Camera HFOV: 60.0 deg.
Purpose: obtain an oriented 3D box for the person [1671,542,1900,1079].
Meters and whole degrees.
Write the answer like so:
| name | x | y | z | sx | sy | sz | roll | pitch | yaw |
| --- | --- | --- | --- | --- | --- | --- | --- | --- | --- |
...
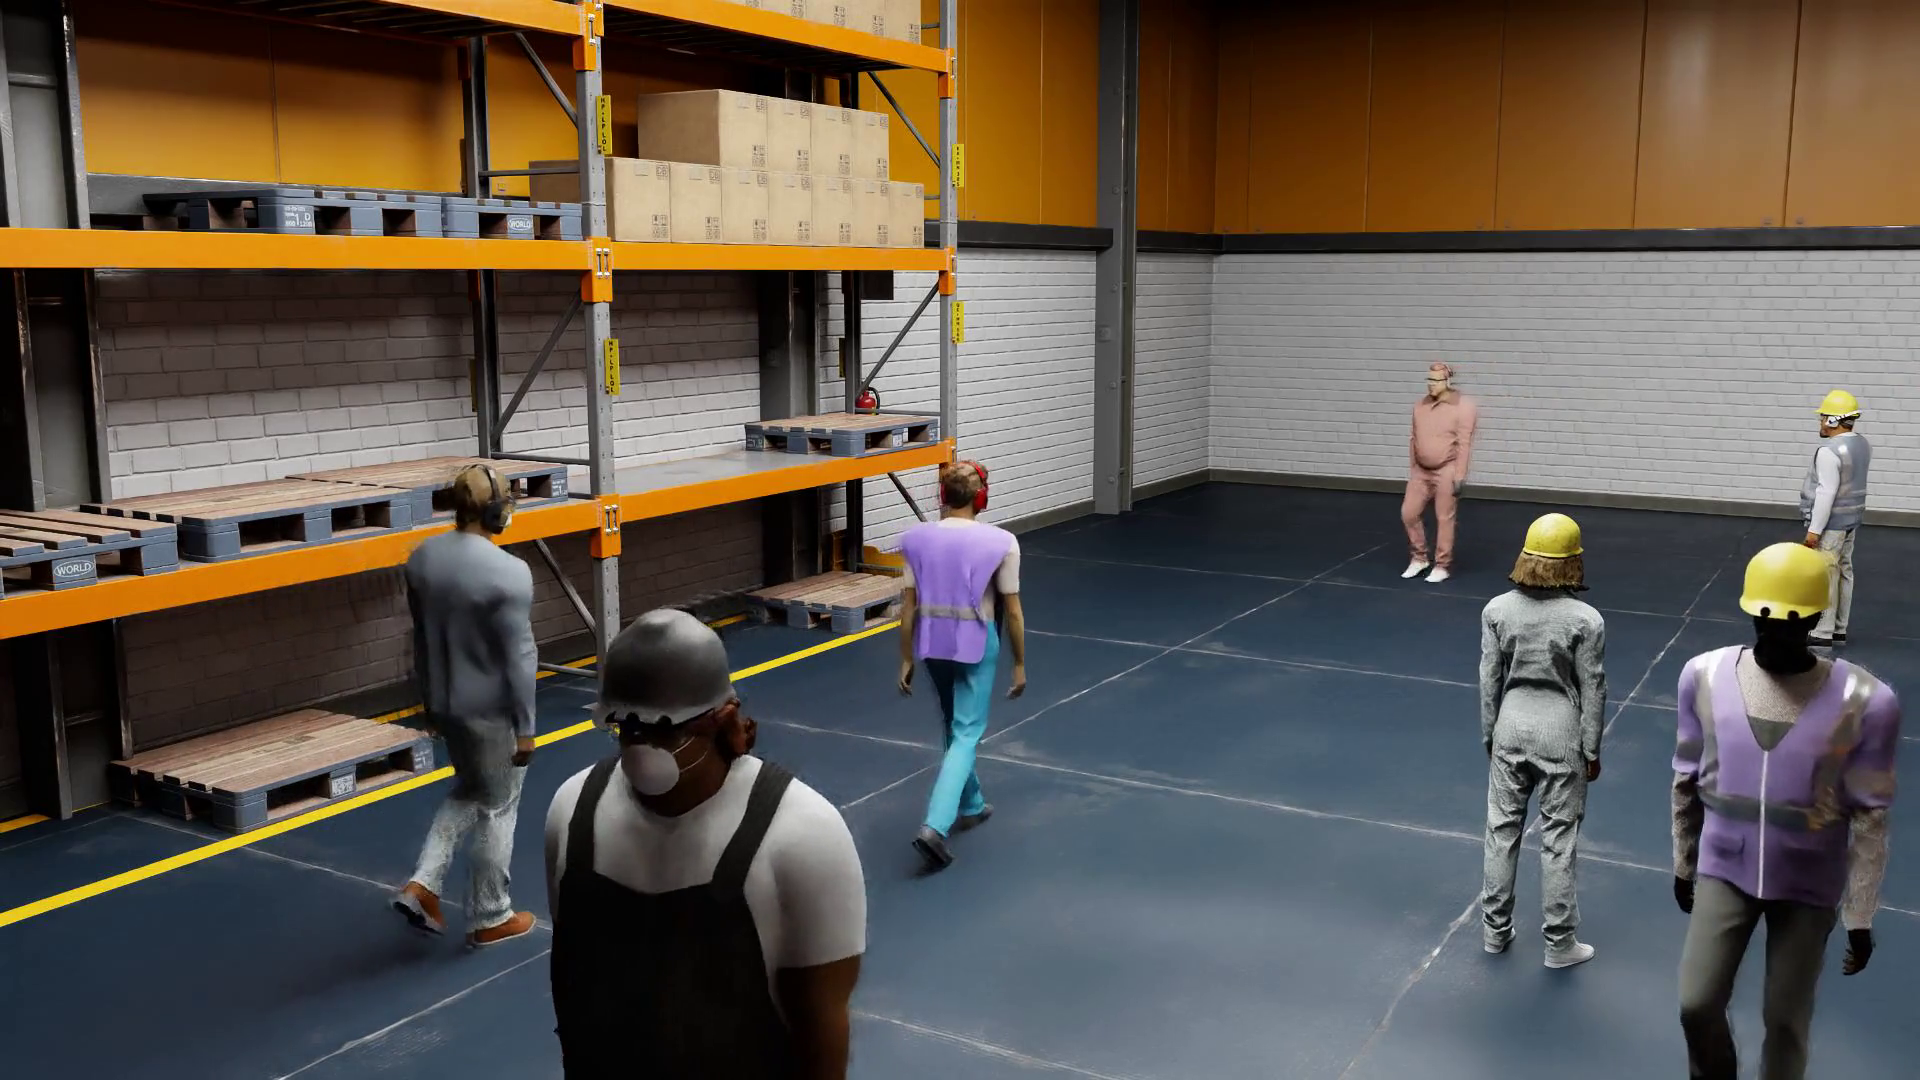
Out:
| name | x | y | z | sx | sy | sz | roll | pitch | yaw |
| --- | --- | --- | --- | --- | --- | --- | --- | --- | --- |
| person | 2.281 | 0.949 | 4.692 | 0.584 | 1.913 | 0.415 | 7 | 11 | 37 |

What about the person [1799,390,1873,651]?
| name | x | y | z | sx | sy | sz | roll | pitch | yaw |
| --- | --- | --- | --- | --- | --- | --- | --- | --- | --- |
| person | 6.129 | -0.135 | 11.711 | 0.586 | 1.833 | 0.403 | -8 | 12 | -39 |

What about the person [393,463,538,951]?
| name | x | y | z | sx | sy | sz | roll | pitch | yaw |
| --- | --- | --- | --- | --- | --- | --- | --- | --- | --- |
| person | -1.885 | 0.664 | 6.436 | 0.642 | 1.923 | 0.505 | 6 | 11 | 32 |

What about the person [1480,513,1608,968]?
| name | x | y | z | sx | sy | sz | roll | pitch | yaw |
| --- | --- | --- | --- | --- | --- | --- | --- | --- | --- |
| person | 2.235 | 0.762 | 6.390 | 0.485 | 1.744 | 0.295 | 8 | 12 | 41 |

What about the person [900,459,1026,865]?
| name | x | y | z | sx | sy | sz | roll | pitch | yaw |
| --- | --- | --- | --- | --- | --- | --- | --- | --- | --- |
| person | -0.014 | 0.538 | 7.611 | 0.578 | 1.810 | 0.916 | 4 | 10 | 23 |

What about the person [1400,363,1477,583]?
| name | x | y | z | sx | sy | sz | roll | pitch | yaw |
| --- | --- | --- | --- | --- | --- | --- | --- | --- | --- |
| person | 4.058 | -0.565 | 14.214 | 0.503 | 1.891 | 0.655 | -8 | 12 | -40 |
